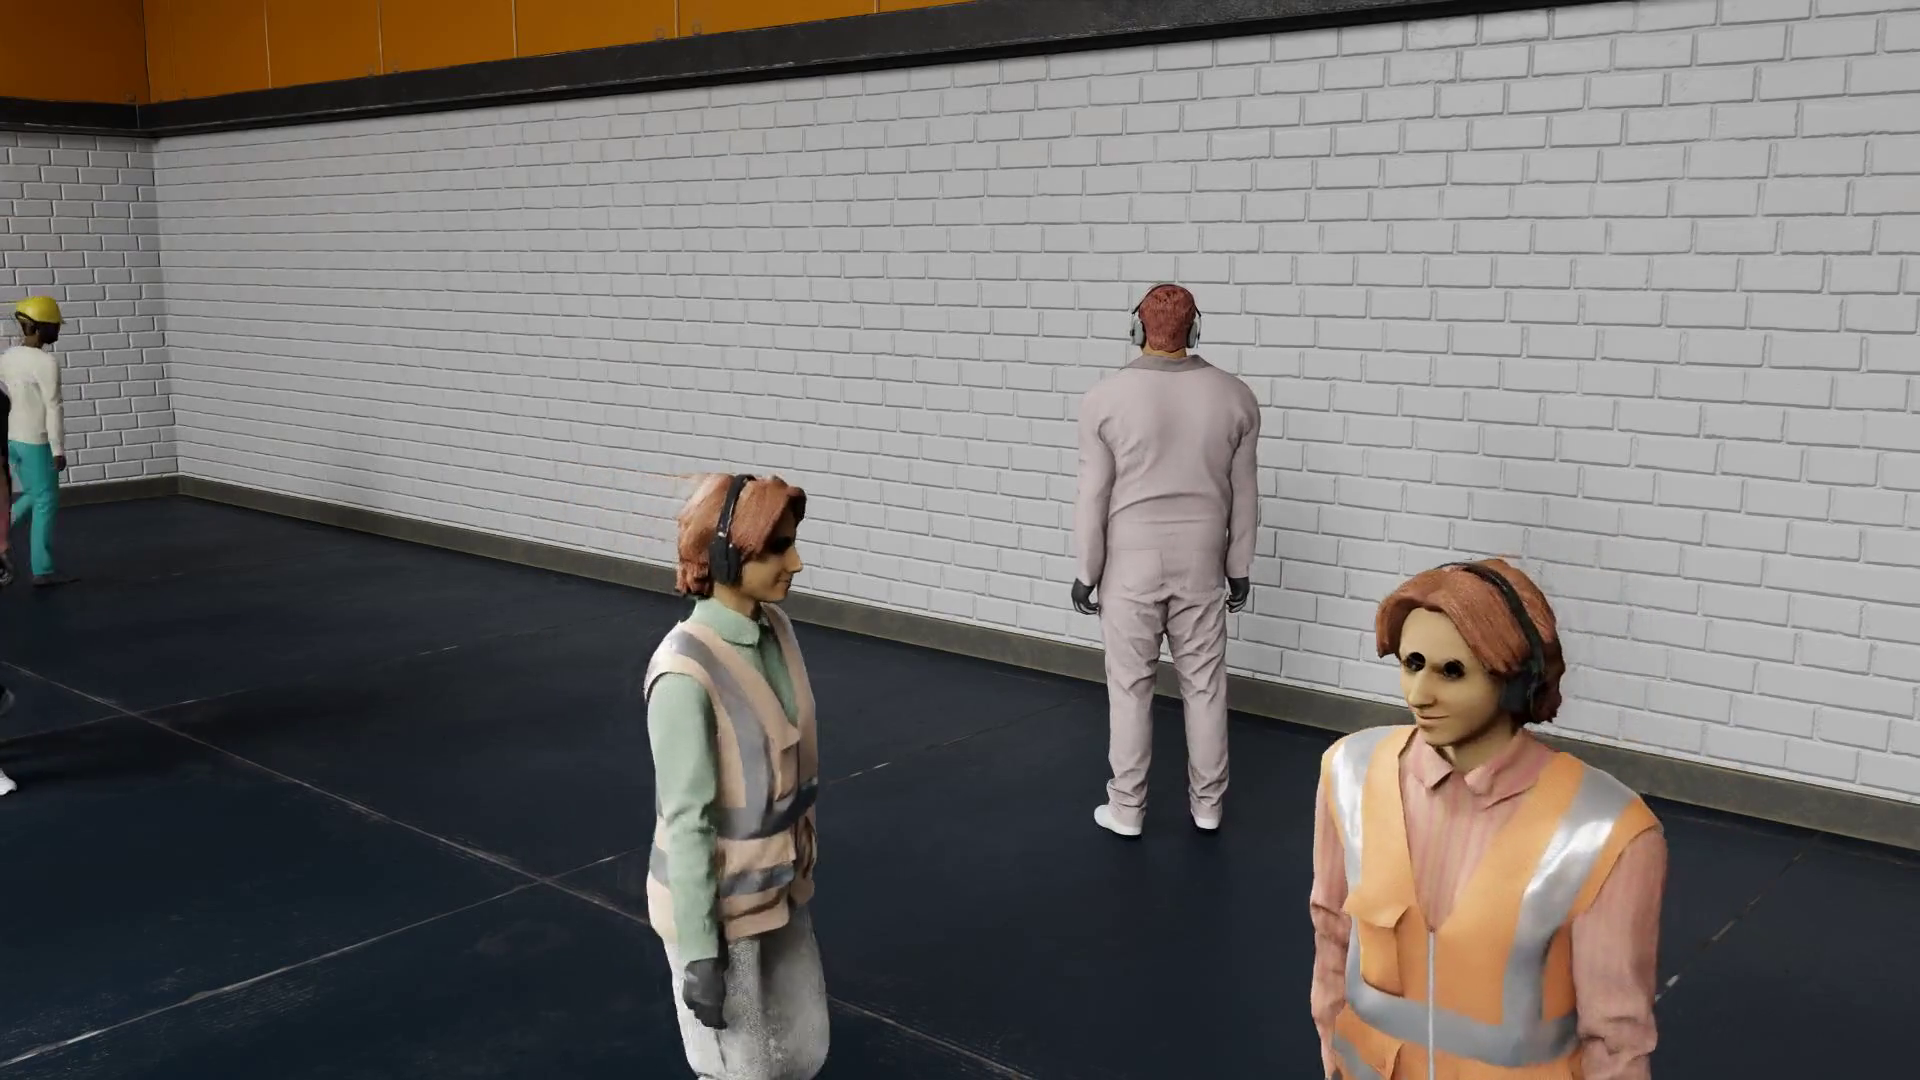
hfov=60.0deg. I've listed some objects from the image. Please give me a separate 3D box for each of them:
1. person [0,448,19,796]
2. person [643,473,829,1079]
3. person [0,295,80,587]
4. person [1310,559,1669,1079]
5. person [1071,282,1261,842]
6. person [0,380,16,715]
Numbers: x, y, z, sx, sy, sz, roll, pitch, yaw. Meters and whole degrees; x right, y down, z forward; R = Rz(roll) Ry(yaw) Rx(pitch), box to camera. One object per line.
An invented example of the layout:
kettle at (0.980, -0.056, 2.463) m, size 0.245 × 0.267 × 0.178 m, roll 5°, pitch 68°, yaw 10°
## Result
person at (-3.736, 0.033, 5.977) m, size 0.402 × 1.906 × 0.651 m, roll 9°, pitch 13°, yaw 40°
person at (-0.447, 0.682, 3.084) m, size 0.452 × 1.631 × 0.530 m, roll 3°, pitch 10°, yaw 17°
person at (-5.541, -0.577, 9.899) m, size 0.540 × 1.747 × 0.520 m, roll 6°, pitch 12°, yaw 33°
person at (0.670, 0.829, 2.247) m, size 0.528 × 1.624 × 0.425 m, roll 9°, pitch 13°, yaw 41°
person at (0.691, 0.080, 5.711) m, size 0.652 × 1.906 × 0.402 m, roll -2°, pitch 10°, yaw -10°
person at (-3.867, -0.023, 6.348) m, size 0.650 × 1.888 × 0.443 m, roll 3°, pitch 11°, yaw 19°
